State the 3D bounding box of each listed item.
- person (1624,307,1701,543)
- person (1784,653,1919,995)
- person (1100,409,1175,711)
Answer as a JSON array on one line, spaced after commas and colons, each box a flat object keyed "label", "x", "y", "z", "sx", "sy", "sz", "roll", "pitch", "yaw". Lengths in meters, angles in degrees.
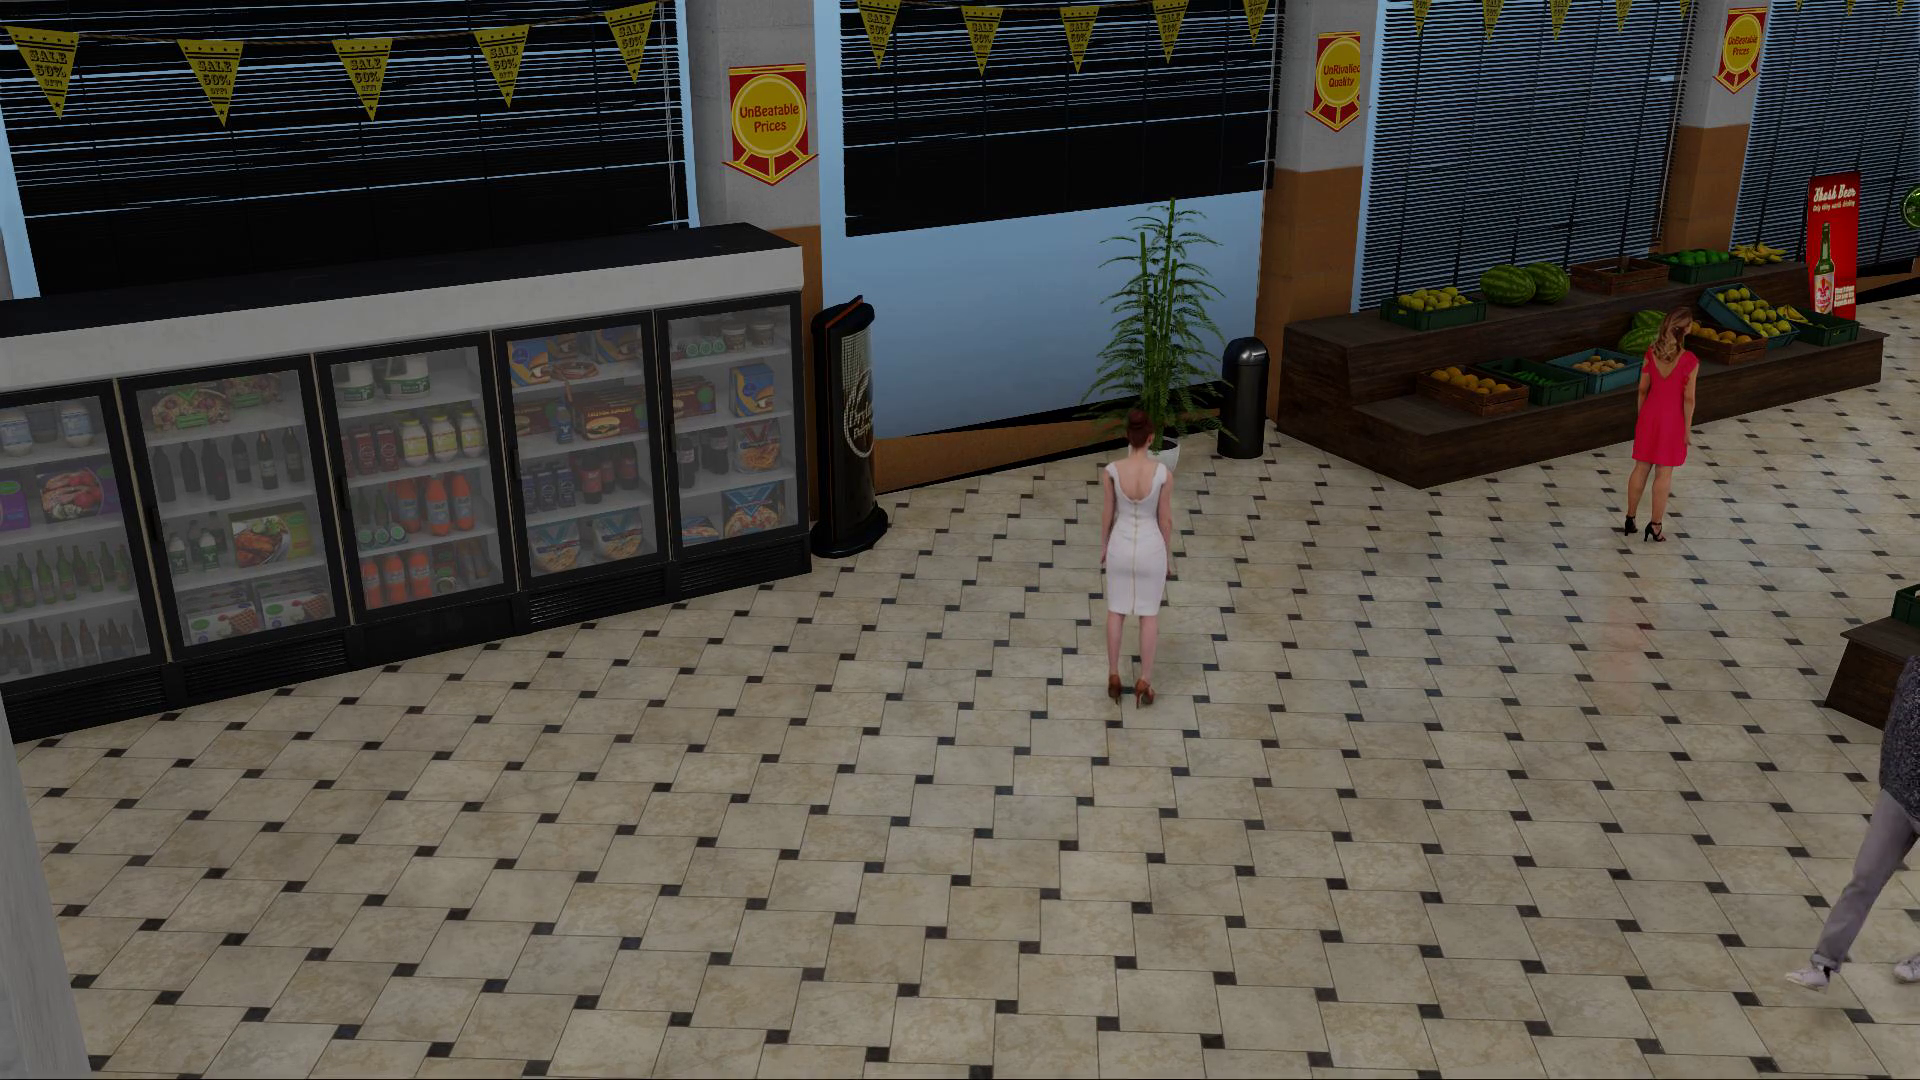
[{"label": "person", "x": 5.035, "y": -0.836, "z": 11.949, "sx": 0.573, "sy": 1.728, "sz": 0.596, "roll": -16, "pitch": 27, "yaw": -35}, {"label": "person", "x": 4.134, "y": 1.129, "z": 6.977, "sx": 1.180, "sy": 1.789, "sz": 0.729, "roll": -11, "pitch": 24, "yaw": -25}, {"label": "person", "x": 0.992, "y": 0.112, "z": 9.506, "sx": 0.647, "sy": 1.791, "sz": 0.699, "roll": 7, "pitch": 23, "yaw": 18}]
